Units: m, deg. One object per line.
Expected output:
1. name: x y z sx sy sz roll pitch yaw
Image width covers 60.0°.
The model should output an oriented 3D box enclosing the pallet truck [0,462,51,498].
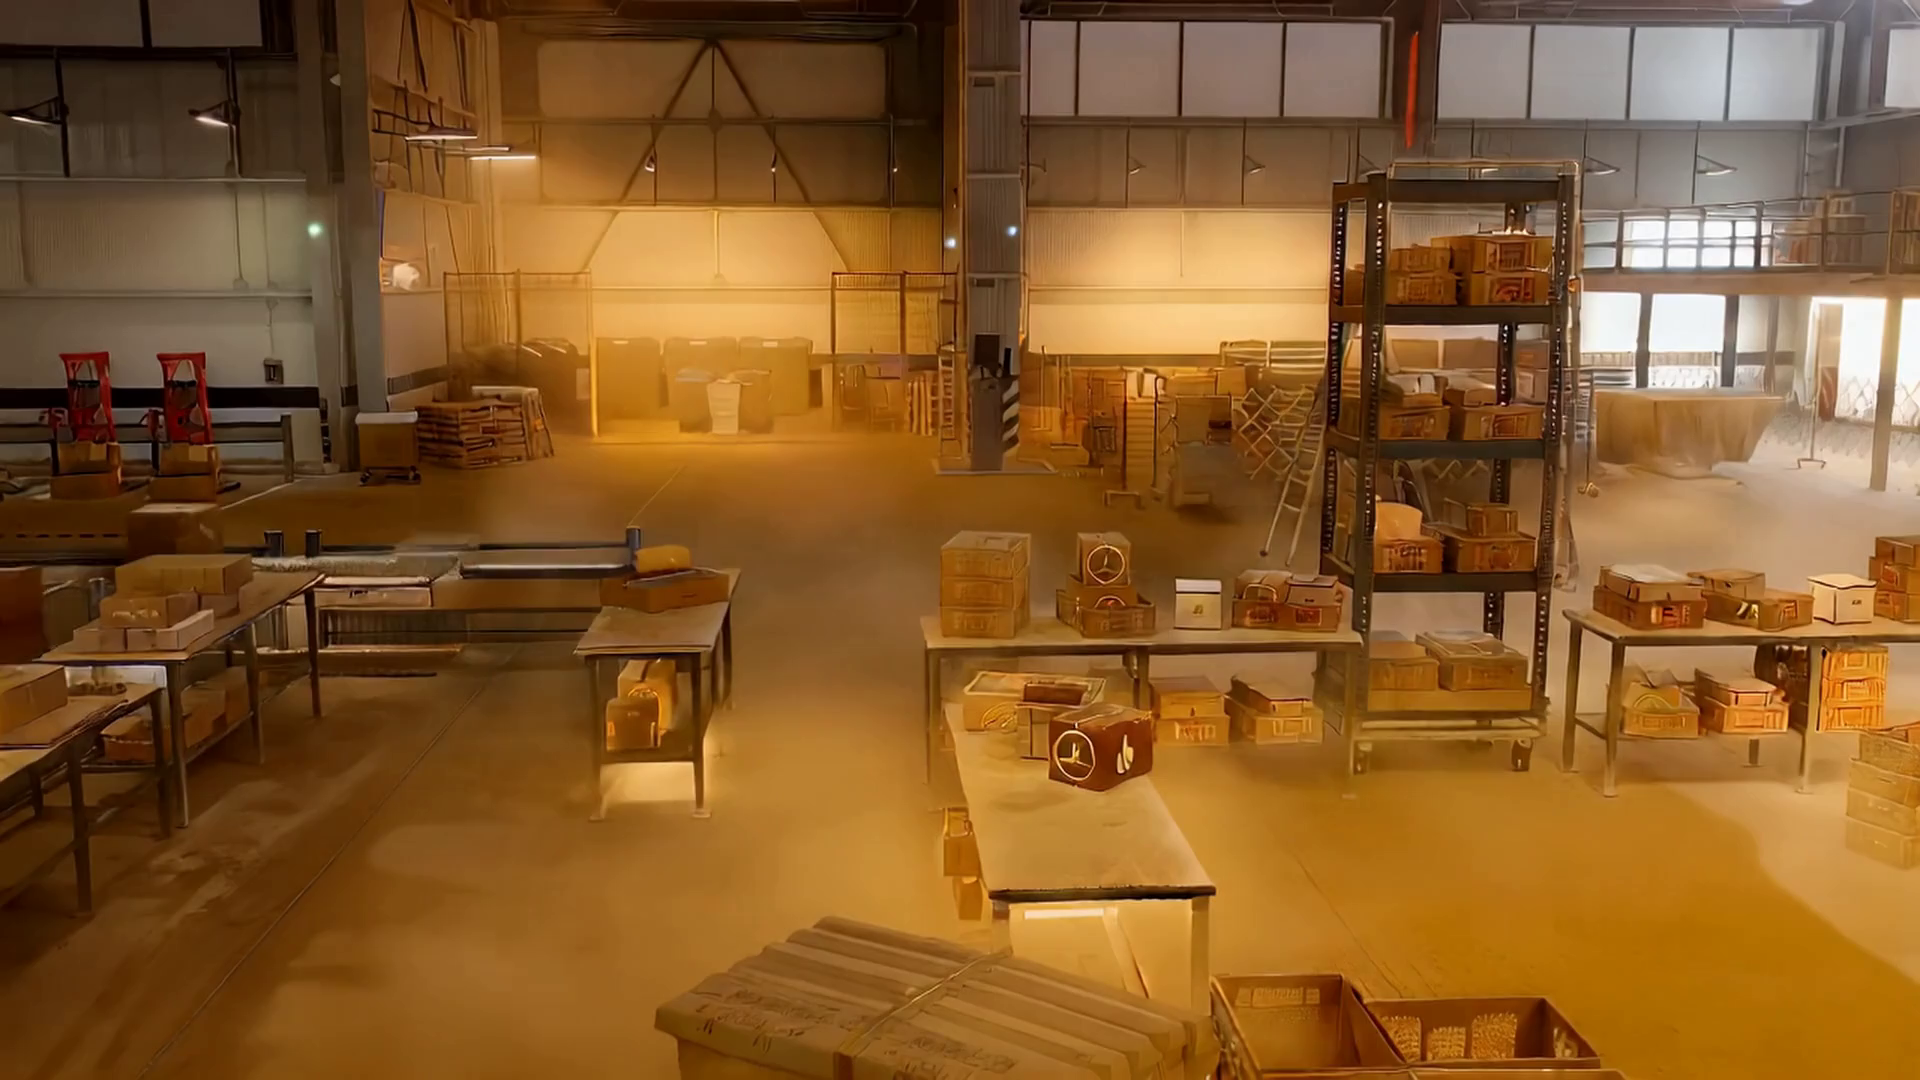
1. pallet truck: -13.193 -1.293 23.148 0.653 1.274 1.630 -1 9 -4

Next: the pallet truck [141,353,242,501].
1. pallet truck: -10.520 -1.604 22.925 0.823 1.965 1.885 -1 9 -6

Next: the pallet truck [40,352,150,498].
1. pallet truck: -11.907 -1.642 23.165 0.823 1.965 1.885 0 9 0
